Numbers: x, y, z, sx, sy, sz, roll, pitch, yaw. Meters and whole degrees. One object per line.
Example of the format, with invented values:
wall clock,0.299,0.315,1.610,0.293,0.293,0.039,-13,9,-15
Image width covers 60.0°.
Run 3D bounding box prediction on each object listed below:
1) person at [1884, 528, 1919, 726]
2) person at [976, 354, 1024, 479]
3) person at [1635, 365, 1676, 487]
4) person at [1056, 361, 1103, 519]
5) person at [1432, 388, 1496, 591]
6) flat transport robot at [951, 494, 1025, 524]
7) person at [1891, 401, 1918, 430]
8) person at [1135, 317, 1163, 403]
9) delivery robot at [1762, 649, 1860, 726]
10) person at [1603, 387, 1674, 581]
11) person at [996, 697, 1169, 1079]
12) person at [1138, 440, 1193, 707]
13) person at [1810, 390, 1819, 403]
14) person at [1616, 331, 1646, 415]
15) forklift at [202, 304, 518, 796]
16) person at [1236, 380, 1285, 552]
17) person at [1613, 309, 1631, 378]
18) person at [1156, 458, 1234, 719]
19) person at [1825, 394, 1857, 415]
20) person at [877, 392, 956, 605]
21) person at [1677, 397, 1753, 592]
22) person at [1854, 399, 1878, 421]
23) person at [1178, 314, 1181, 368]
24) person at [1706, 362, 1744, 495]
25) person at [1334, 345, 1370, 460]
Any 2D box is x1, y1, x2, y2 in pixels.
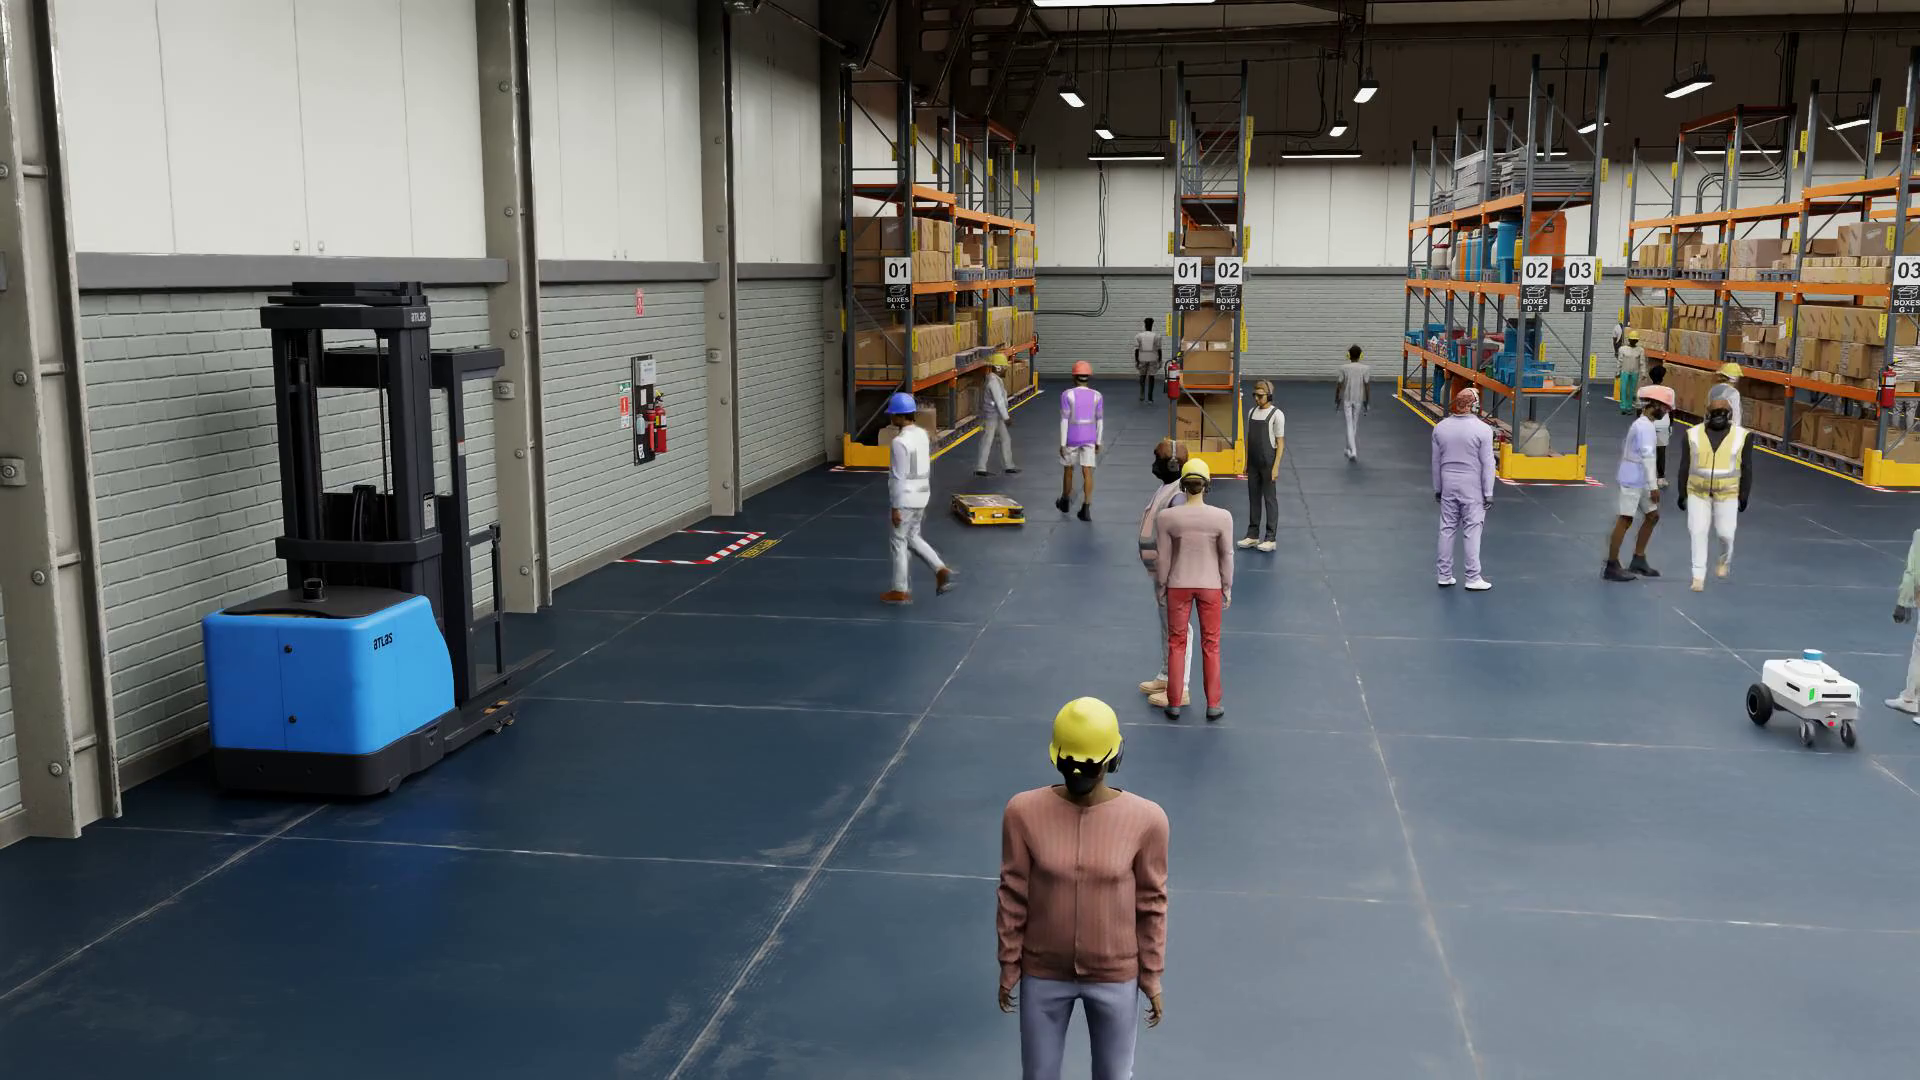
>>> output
person,6.384,0.417,11.061,0.540,1.614,0.674,-5,10,-27
person,0.605,-1.791,24.147,0.822,1.795,0.599,1,9,6
person,9.697,-1.588,23.217,0.532,1.696,0.319,7,11,35
person,1.454,-1.241,20.441,0.575,1.896,0.918,-2,9,-13
person,4.788,-0.485,15.767,0.407,1.910,0.638,-8,12,-42
flat transport robot,0.328,-0.388,20.334,0.652,0.197,1.431,-2,9,-10
person,16.534,-2.653,29.008,0.389,1.949,0.604,-3,10,-19
person,4.316,-4.108,38.002,0.622,1.947,0.533,2,10,15
delivery robot,5.549,0.960,10.858,0.477,0.478,0.707,0,9,1
person,6.619,-0.540,16.170,0.636,1.879,0.692,4,10,23
person,0.368,1.327,5.056,0.524,1.760,0.328,1,9,6
person,1.459,0.222,11.608,0.430,1.845,0.619,0,9,-2
person,19.663,-4.075,38.021,0.568,1.883,0.867,4,10,23
person,13.960,-3.455,34.560,0.552,1.738,0.713,2,9,11
forklift,-3.673,-0.038,10.147,1.129,2.768,1.873,1,9,9
person,3.260,-0.808,17.959,0.345,1.845,0.508,-7,12,-37
person,16.807,-4.761,41.860,0.682,2.000,0.537,8,12,42
person,1.578,0.329,11.203,0.522,1.763,0.320,2,9,9
person,15.932,-2.658,30.061,0.553,1.610,0.497,3,10,17
person,-0.417,-0.368,14.984,0.610,1.926,0.622,4,10,24
person,7.146,-0.445,15.768,0.640,1.828,0.594,5,10,28
person,15.482,-2.567,28.238,0.649,2.021,0.501,2,9,13
person,5.603,-4.680,41.601,0.623,1.920,0.636,4,10,25
person,10.147,-1.478,22.262,0.852,1.801,0.591,0,9,-1
person,6.316,-2.229,26.791,0.536,1.832,0.951,0,9,0
